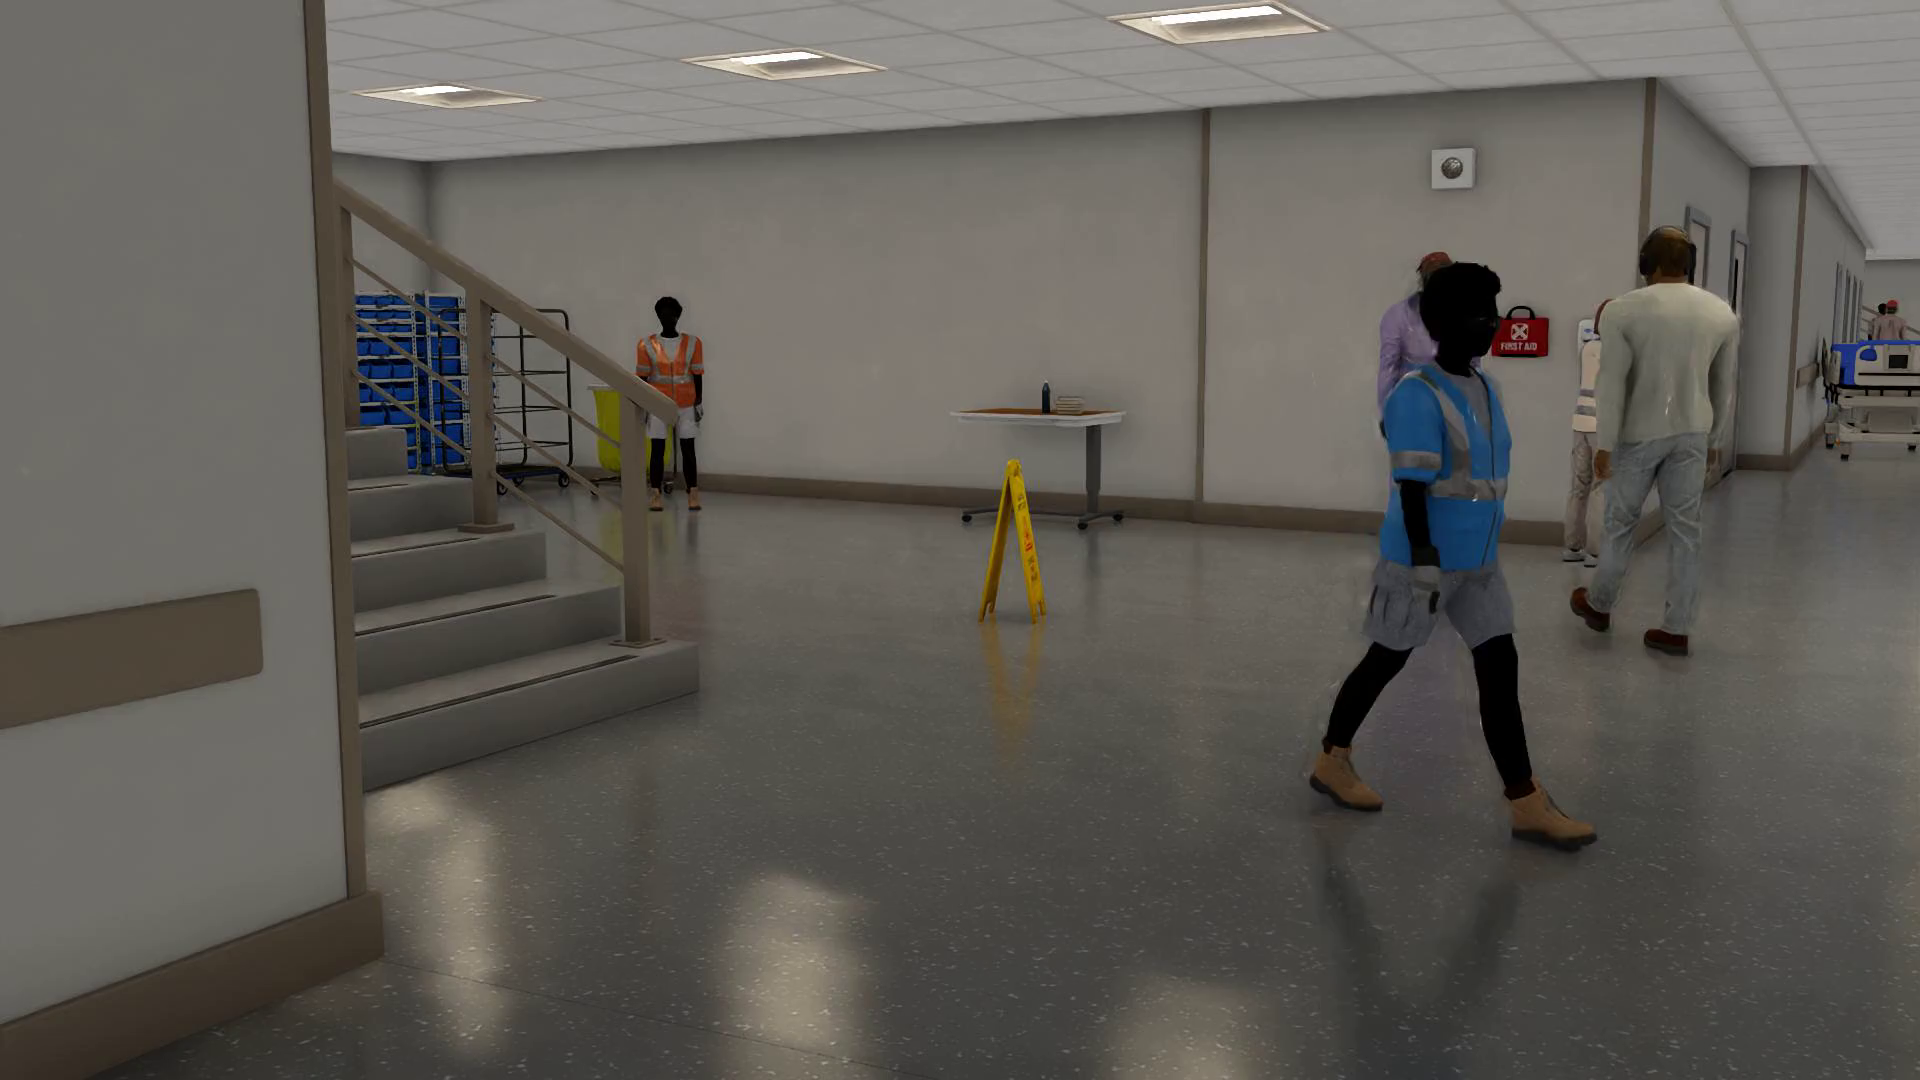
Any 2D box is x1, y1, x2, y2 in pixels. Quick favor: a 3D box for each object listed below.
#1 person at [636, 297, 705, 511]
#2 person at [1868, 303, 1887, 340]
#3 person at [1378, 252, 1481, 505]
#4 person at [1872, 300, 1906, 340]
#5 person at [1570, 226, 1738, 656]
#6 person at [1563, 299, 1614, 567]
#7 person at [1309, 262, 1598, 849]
[{"bbox_3d":[-2.274,-1.062,13.084,0.536,1.690,0.323,-2,8,-14],"label":"person"},{"bbox_3d":[21.872,-4.641,39.544,0.606,1.967,0.367,-1,7,-7],"label":"person"},{"bbox_3d":[2.869,-0.785,10.110,0.653,1.906,0.405,-1,7,-6],"label":"person"},{"bbox_3d":[19.366,-4.020,34.699,0.639,1.976,0.432,2,8,18],"label":"person"},{"bbox_3d":[3.168,-0.467,7.659,0.655,1.901,0.933,0,7,0],"label":"person"},{"bbox_3d":[3.902,-0.645,10.095,0.323,1.627,0.509,-2,8,-14],"label":"person"},{"bbox_3d":[1.390,0.031,4.811,0.543,1.649,0.886,-7,10,-41],"label":"person"}]
